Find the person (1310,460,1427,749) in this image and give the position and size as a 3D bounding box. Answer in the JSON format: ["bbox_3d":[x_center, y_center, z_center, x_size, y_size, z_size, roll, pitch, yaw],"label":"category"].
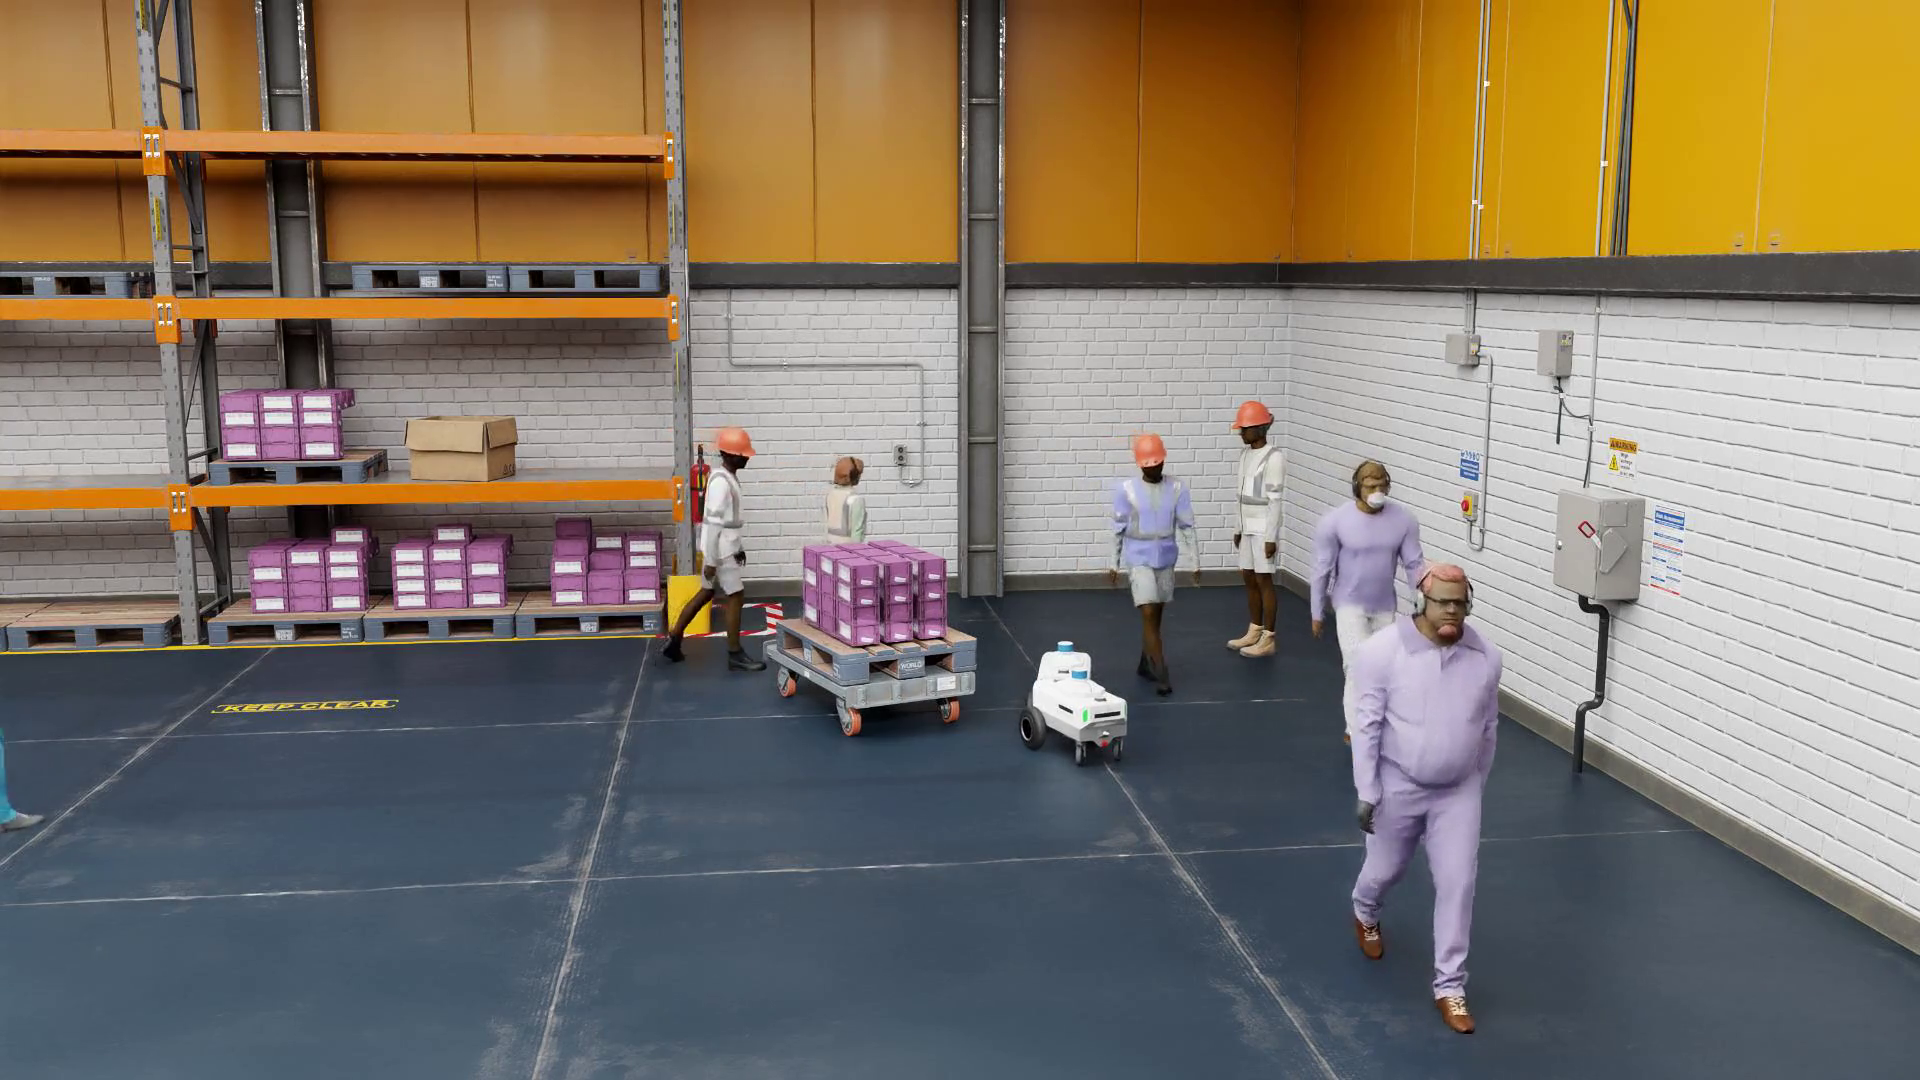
[{"bbox_3d":[2.530,0.466,10.169,0.649,1.895,0.957,-2,9,-11],"label":"person"}]

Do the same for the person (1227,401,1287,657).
[{"bbox_3d":[2.338,-0.089,13.225,0.410,2.032,0.609,-3,10,-18],"label":"person"}]

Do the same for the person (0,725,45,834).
[{"bbox_3d":[-5.362,0.723,8.785,0.582,1.825,0.754,8,12,40],"label":"person"}]

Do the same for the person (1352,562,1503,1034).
[{"bbox_3d":[1.919,0.997,6.952,0.640,1.878,0.876,0,9,-2],"label":"person"}]

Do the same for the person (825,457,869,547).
[{"bbox_3d":[-0.909,0.136,13.170,0.873,1.595,0.531,-7,11,-37],"label":"person"}]

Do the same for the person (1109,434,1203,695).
[{"bbox_3d":[1.439,0.168,12.065,0.645,1.873,0.894,-1,9,-8],"label":"person"}]

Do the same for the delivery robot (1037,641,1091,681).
[{"bbox_3d":[0.704,0.926,11.173,0.477,0.478,0.707,1,9,6],"label":"delivery robot"}]

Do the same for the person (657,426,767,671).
[{"bbox_3d":[-1.926,0.070,12.672,0.823,1.901,0.581,-1,9,-7],"label":"person"}]

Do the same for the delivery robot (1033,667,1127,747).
[{"bbox_3d":[0.749,1.044,10.438,0.477,0.478,0.707,-4,10,-25],"label":"delivery robot"}]
